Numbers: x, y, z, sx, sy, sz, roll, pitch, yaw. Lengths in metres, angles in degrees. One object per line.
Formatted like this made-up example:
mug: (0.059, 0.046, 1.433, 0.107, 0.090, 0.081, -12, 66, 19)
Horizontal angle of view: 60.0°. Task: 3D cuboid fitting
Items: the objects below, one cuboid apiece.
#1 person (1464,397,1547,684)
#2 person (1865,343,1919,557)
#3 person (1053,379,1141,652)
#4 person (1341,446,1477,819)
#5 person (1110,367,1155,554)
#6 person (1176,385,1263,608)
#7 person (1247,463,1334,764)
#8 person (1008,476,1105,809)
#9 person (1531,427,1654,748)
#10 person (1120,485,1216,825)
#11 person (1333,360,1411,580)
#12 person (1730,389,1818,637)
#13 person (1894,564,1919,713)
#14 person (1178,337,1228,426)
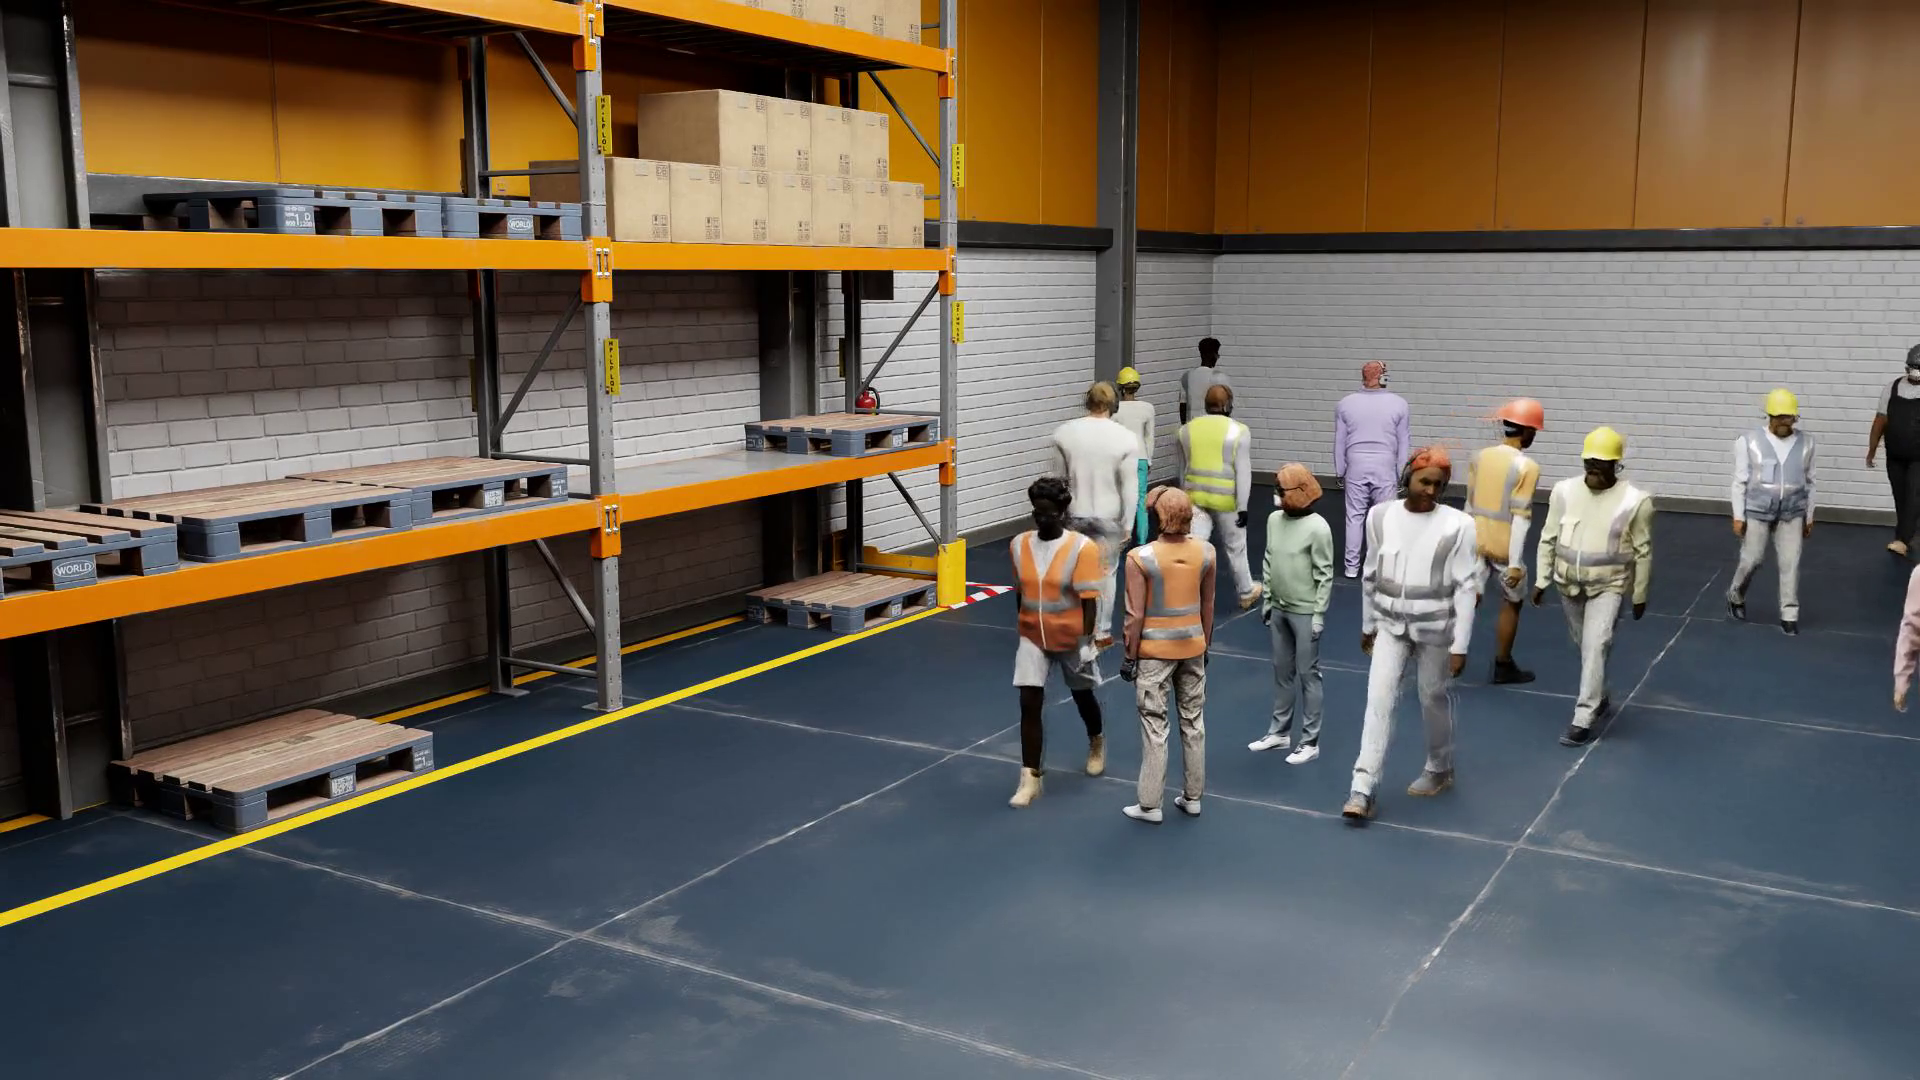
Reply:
person: (3.306, 0.039, 10.475, 0.929, 1.891, 0.608, -4, 10, -26)
person: (8.849, -0.856, 15.563, 0.965, 2.000, 0.713, -6, 11, -34)
person: (0.916, -0.145, 11.496, 0.644, 1.922, 0.616, 3, 10, 21)
person: (2.210, 0.444, 8.145, 0.620, 1.821, 0.998, 7, 11, 37)
person: (1.588, -0.750, 15.748, 0.527, 1.772, 0.305, -3, 10, -18)
person: (2.012, -0.301, 12.879, 0.648, 1.786, 0.959, 6, 11, 33)
person: (1.811, 0.393, 9.031, 0.289, 1.633, 0.501, -5, 10, -28)
person: (0.523, 0.475, 8.467, 0.534, 1.653, 0.865, 5, 10, 28)
person: (3.658, 0.233, 9.566, 0.909, 1.794, 0.594, -9, 13, -44)
person: (1.006, 0.554, 8.013, 0.513, 1.641, 0.307, -5, 10, -27)
person: (3.554, -0.595, 14.367, 0.642, 1.905, 0.399, 4, 10, 21)
person: (6.031, -0.223, 12.366, 0.609, 1.809, 0.677, 2, 9, 12)
person: (4.442, 0.621, 7.358, 0.545, 1.714, 0.928, 5, 10, 29)
person: (2.656, -1.213, 18.023, 0.614, 1.963, 0.362, 8, 12, 42)
